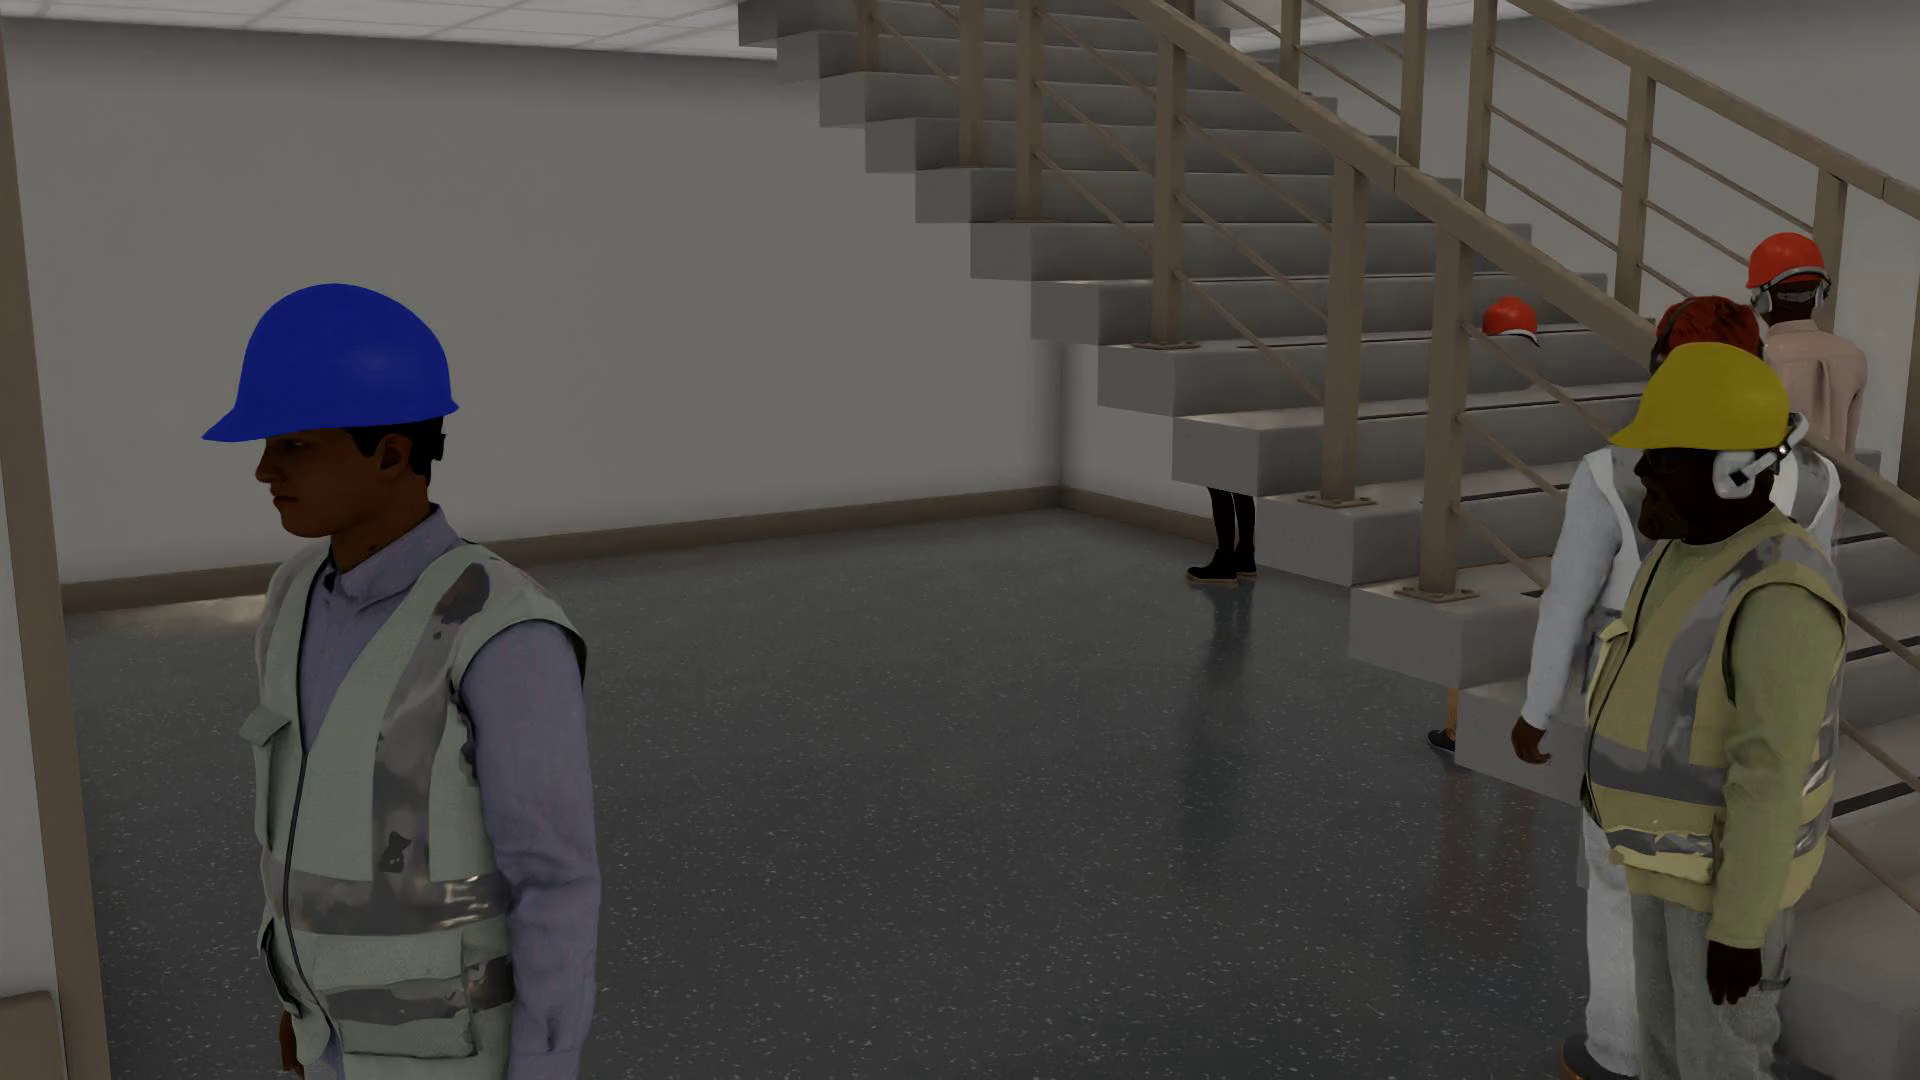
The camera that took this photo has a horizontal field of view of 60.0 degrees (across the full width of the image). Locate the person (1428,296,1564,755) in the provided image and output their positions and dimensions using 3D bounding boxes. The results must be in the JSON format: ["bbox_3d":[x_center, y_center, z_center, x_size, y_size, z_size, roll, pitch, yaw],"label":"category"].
[{"bbox_3d":[2.036,-0.040,6.309,0.569,1.751,0.329,-1,11,-6],"label":"person"}]

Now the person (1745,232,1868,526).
[{"bbox_3d":[2.793,-0.046,5.720,0.612,1.990,0.392,-5,12,-23],"label":"person"}]

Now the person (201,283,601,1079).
[{"bbox_3d":[-0.736,0.639,2.231,0.615,1.945,0.400,8,14,38],"label":"person"}]

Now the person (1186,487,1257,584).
[{"bbox_3d":[1.470,-0.725,9.415,0.413,1.949,0.601,8,13,36],"label":"person"}]

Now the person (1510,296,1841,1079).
[{"bbox_3d":[1.567,0.397,3.693,0.599,1.871,0.429,-1,11,-4],"label":"person"}]

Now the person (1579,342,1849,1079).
[{"bbox_3d":[1.324,0.560,2.991,0.405,1.823,0.590,1,11,5],"label":"person"}]
